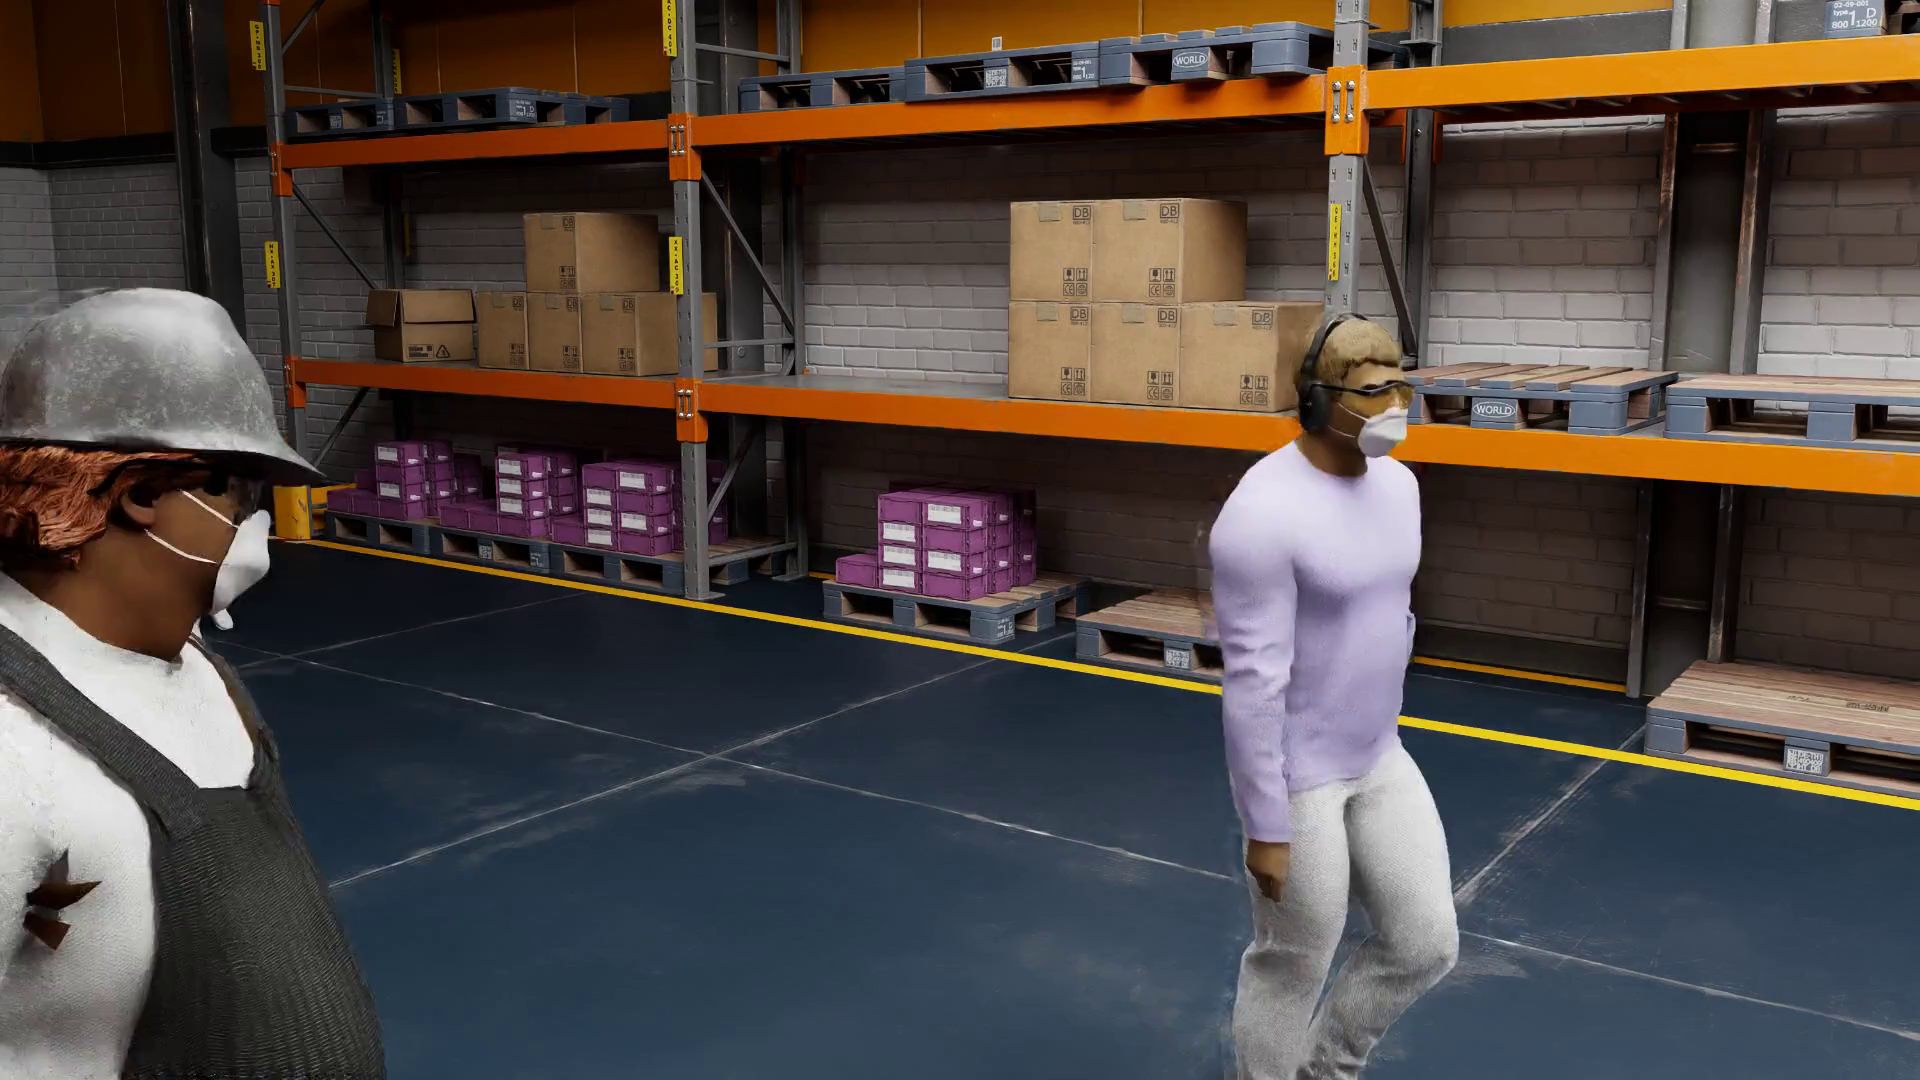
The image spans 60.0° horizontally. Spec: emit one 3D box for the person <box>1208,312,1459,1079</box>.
[{"bbox_3d":[0.770,0.498,3.426,0.650,1.918,0.456,-9,13,-42],"label":"person"}]

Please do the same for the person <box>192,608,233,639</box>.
[{"bbox_3d":[-4.096,-0.313,8.811,0.494,1.729,0.368,-6,11,-34],"label":"person"}]
